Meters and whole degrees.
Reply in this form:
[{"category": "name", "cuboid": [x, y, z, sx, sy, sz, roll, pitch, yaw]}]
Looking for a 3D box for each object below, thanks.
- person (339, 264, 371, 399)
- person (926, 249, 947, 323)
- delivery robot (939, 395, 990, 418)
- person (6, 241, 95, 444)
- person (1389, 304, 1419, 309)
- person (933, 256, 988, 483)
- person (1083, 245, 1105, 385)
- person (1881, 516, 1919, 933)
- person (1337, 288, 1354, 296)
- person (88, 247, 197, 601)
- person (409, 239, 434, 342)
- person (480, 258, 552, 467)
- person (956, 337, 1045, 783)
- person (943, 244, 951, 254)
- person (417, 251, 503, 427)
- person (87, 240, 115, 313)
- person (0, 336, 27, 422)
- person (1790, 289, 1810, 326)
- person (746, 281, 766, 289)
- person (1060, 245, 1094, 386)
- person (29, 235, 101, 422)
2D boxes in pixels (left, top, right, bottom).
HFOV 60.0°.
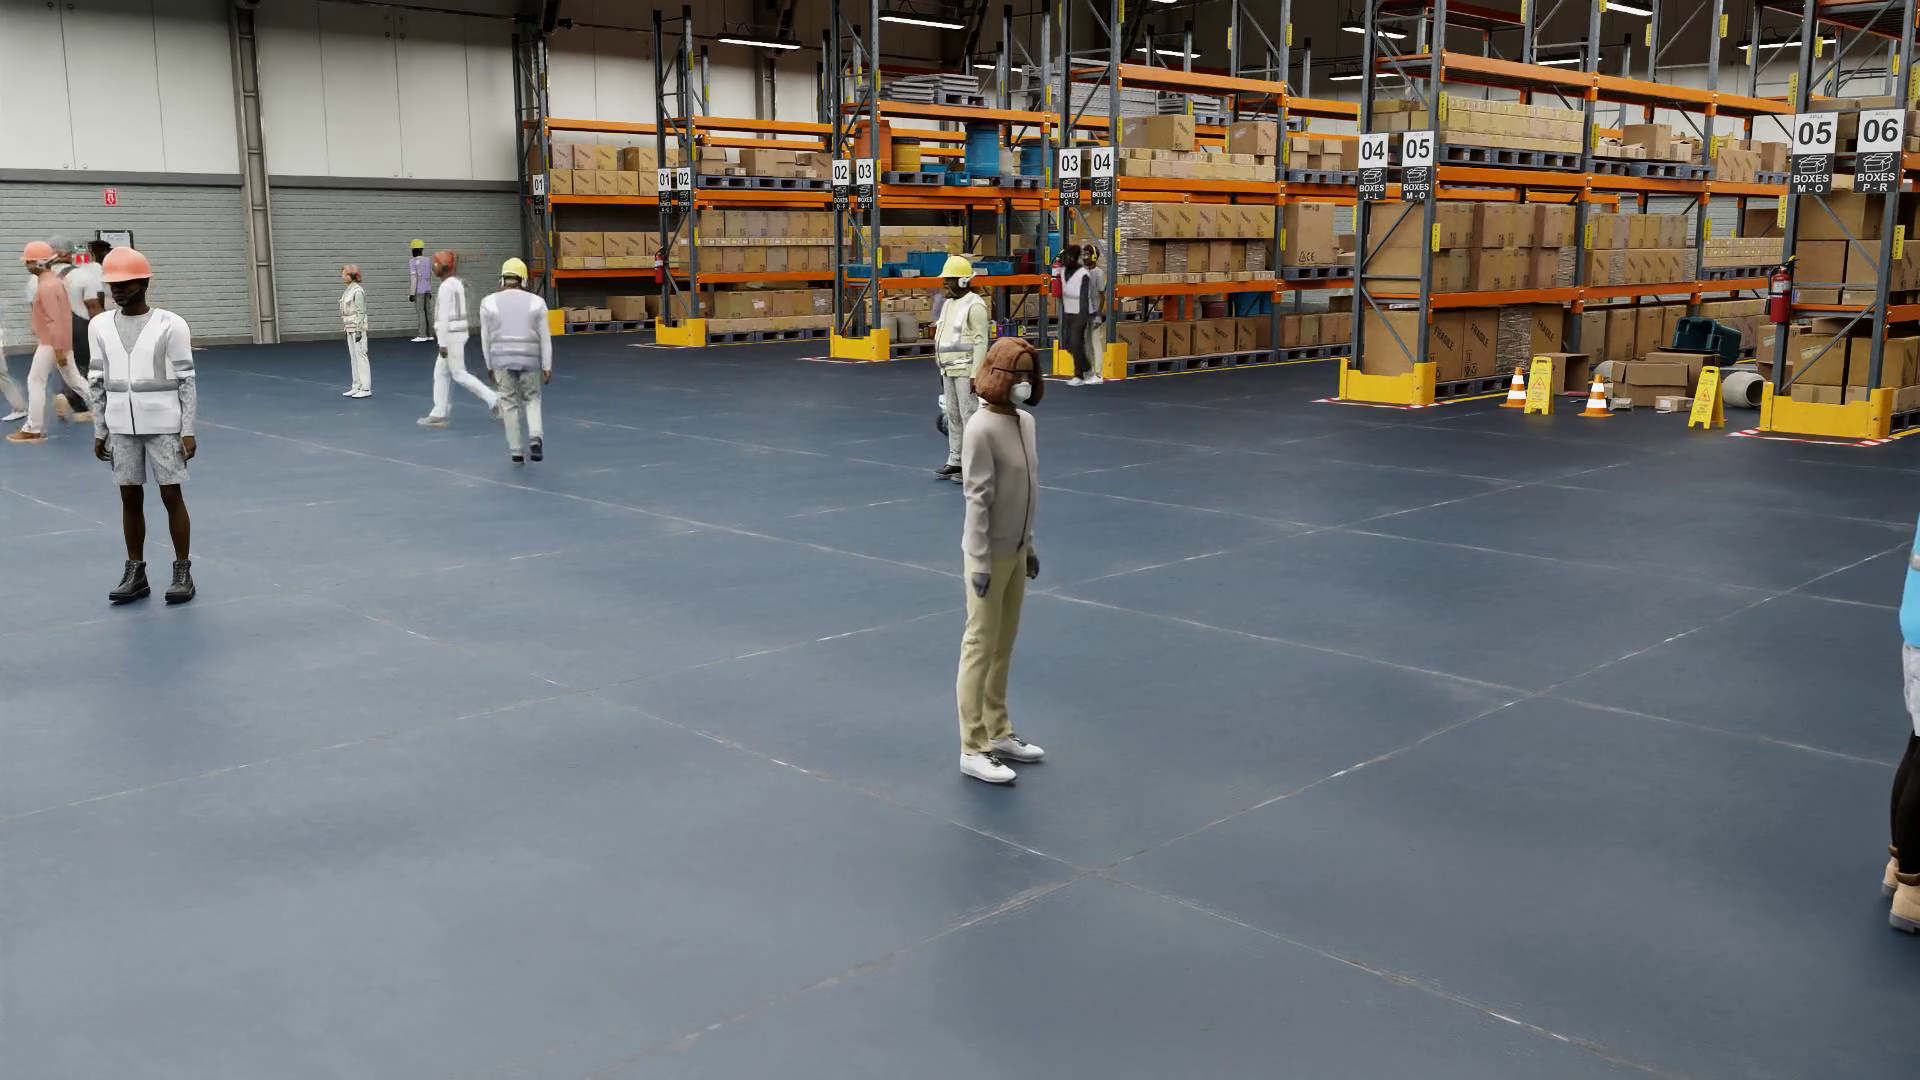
[{"category": "person", "cuboid": [-7.504, -2.589, 20.640, 0.307, 1.641, 0.514, -8, 13, -36]}, {"category": "person", "cuboid": [-0.398, -4.828, 32.600, 0.795, 1.739, 0.532, -9, 14, -40]}, {"category": "delivery robot", "cuboid": [0.157, -1.348, 16.692, 0.707, 0.478, 0.477, -2, 10, -10]}, {"category": "person", "cuboid": [-8.818, -1.946, 16.306, 1.004, 1.955, 0.622, -3, 11, -18]}, {"category": "person", "cuboid": [6.473, -3.346, 24.106, 0.576, 1.883, 0.354, 10, 14, 42]}, {"category": "person", "cuboid": [-0.007, -1.391, 13.583, 0.404, 1.829, 0.600, -6, 12, -28]}, {"category": "person", "cuboid": [1.772, -3.049, 22.516, 0.326, 1.874, 0.519, -4, 11, -22]}, {"category": "person", "cuboid": [2.889, 0.287, 4.802, 0.315, 1.695, 0.541, 5, 12, 26]}, {"category": "person", "cuboid": [9.875, -6.608, 42.044, 0.917, 1.828, 0.555, 4, 11, 20]}, {"category": "person", "cuboid": [-4.472, -0.622, 9.099, 0.553, 1.935, 0.362, -1, 10, -3]}, {"category": "person", "cuboid": [-10.197, -4.715, 31.439, 0.364, 1.930, 0.588, 4, 11, 19]}, {"category": "person", "cuboid": [-3.859, -1.543, 14.489, 0.587, 1.810, 0.440, -3, 11, -15]}, {"category": "person", "cuboid": [0.162, 0.061, 6.210, 0.285, 1.631, 0.501, 5, 12, 25]}, {"category": "person", "cuboid": [-0.299, -5.672, 37.022, 0.598, 1.803, 0.810, 9, 13, 39]}, {"category": "person", "cuboid": [-5.280, -2.119, 17.535, 0.900, 1.853, 0.580, -1, 10, -7]}, {"category": "person", "cuboid": [-12.047, -3.280, 23.612, 0.960, 1.921, 0.633, -8, 13, -38]}, {"category": "person", "cuboid": [-10.454, -2.038, 17.756, 0.561, 1.584, 0.864, 7, 12, 32]}, {"category": "person", "cuboid": [12.923, -3.666, 25.698, 0.358, 1.936, 0.552, -10, 14, -44]}, {"category": "person", "cuboid": [-4.128, -5.231, 34.149, 0.616, 1.975, 0.797, 9, 14, 40]}, {"category": "person", "cuboid": [1.602, -3.013, 22.316, 0.632, 1.872, 0.655, -6, 12, -29]}, {"category": "person", "cuboid": [-9.501, -2.229, 17.698, 0.689, 2.000, 0.827, 1, 10, 7]}]
